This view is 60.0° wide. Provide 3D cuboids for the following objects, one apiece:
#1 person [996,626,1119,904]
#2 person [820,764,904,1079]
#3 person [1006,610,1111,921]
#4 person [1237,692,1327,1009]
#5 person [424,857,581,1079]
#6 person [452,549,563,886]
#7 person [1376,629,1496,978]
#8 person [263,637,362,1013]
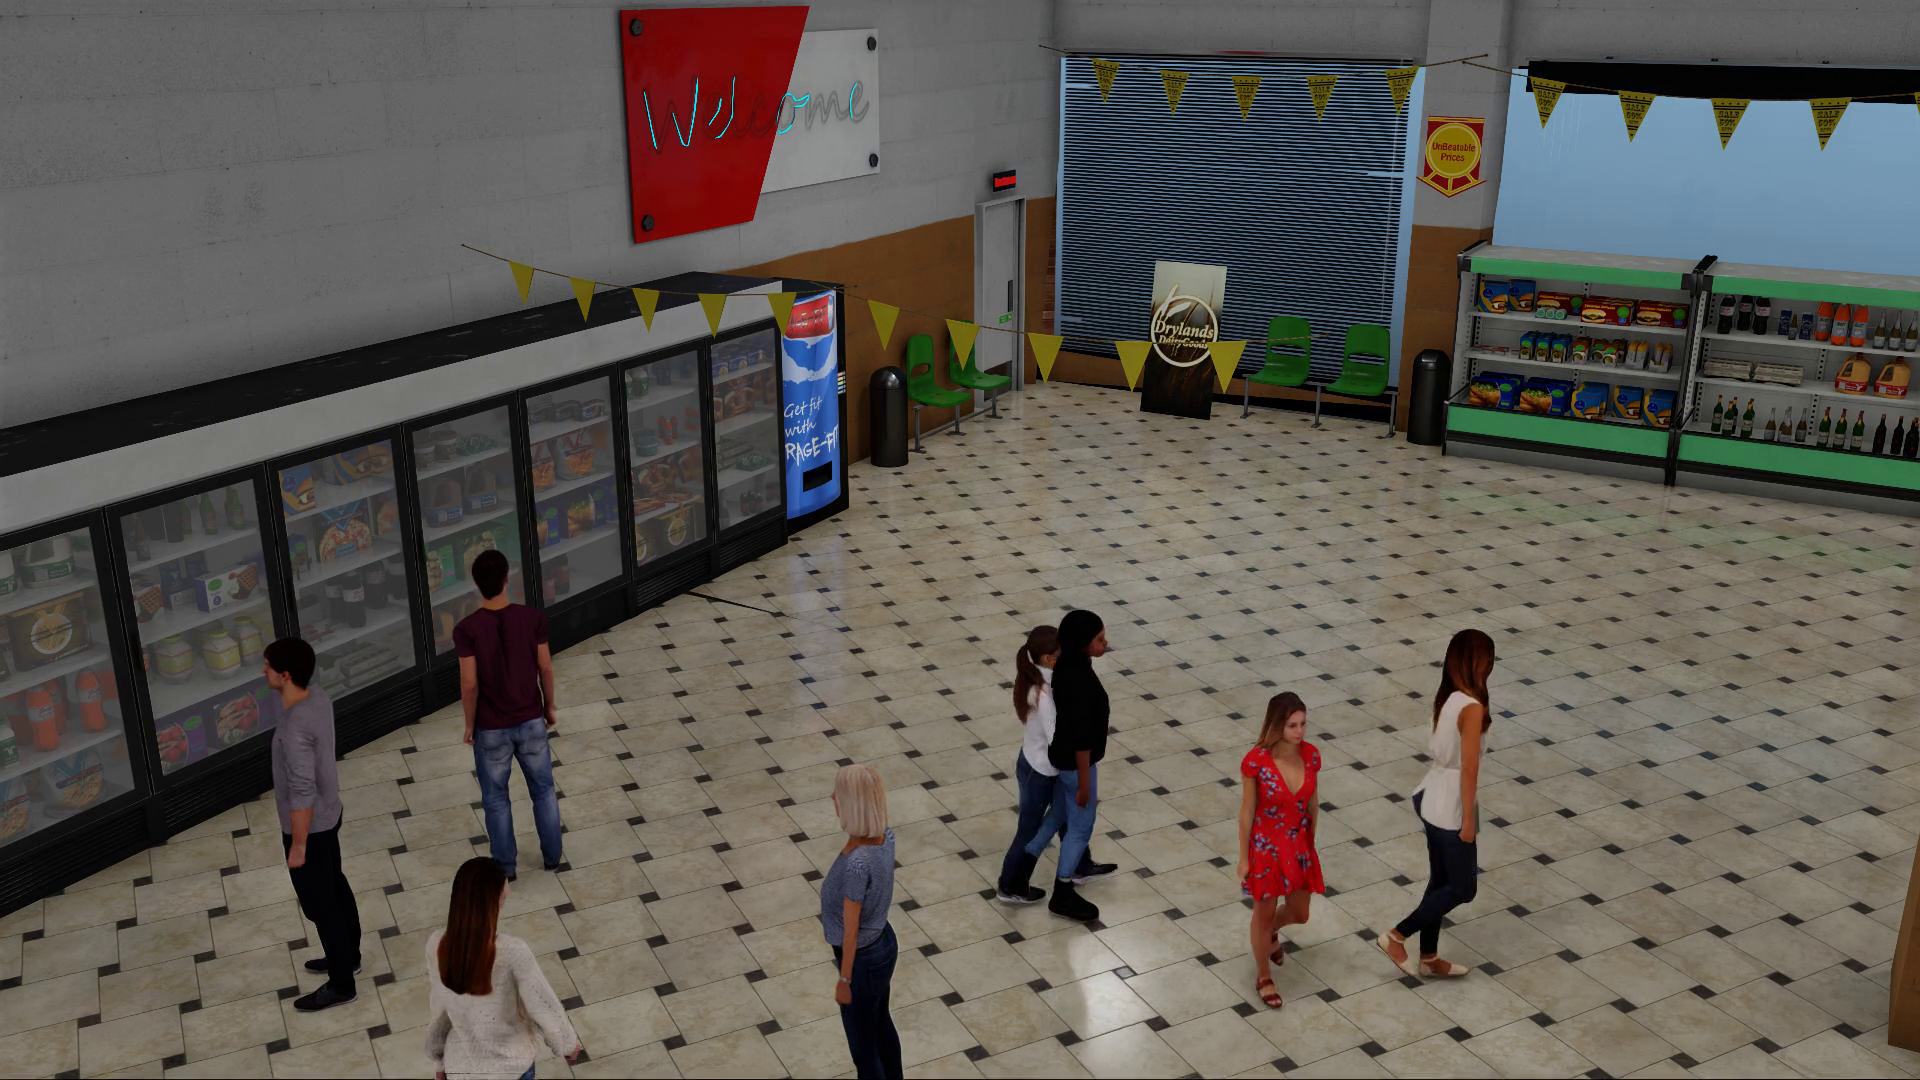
[{"bbox_3d":[0.350,1.195,8.638,0.966,1.530,0.814,-1,19,-2],"label":"person"},{"bbox_3d":[-0.377,1.708,6.817,0.613,1.722,0.619,3,19,10],"label":"person"},{"bbox_3d":[0.545,1.157,8.517,0.880,1.679,0.815,-7,20,-20],"label":"person"},{"bbox_3d":[1.468,1.421,7.884,0.787,1.583,0.843,-4,19,-12],"label":"person"},{"bbox_3d":[-1.725,2.006,6.052,0.977,1.645,0.731,8,20,23],"label":"person"},{"bbox_3d":[-2.407,0.943,8.883,0.733,1.851,0.738,-10,21,-27],"label":"person"},{"bbox_3d":[2.244,1.300,7.972,0.880,1.756,0.824,1,19,4],"label":"person"},{"bbox_3d":[-3.036,1.310,7.807,0.771,1.843,0.729,-4,19,-10],"label":"person"}]
